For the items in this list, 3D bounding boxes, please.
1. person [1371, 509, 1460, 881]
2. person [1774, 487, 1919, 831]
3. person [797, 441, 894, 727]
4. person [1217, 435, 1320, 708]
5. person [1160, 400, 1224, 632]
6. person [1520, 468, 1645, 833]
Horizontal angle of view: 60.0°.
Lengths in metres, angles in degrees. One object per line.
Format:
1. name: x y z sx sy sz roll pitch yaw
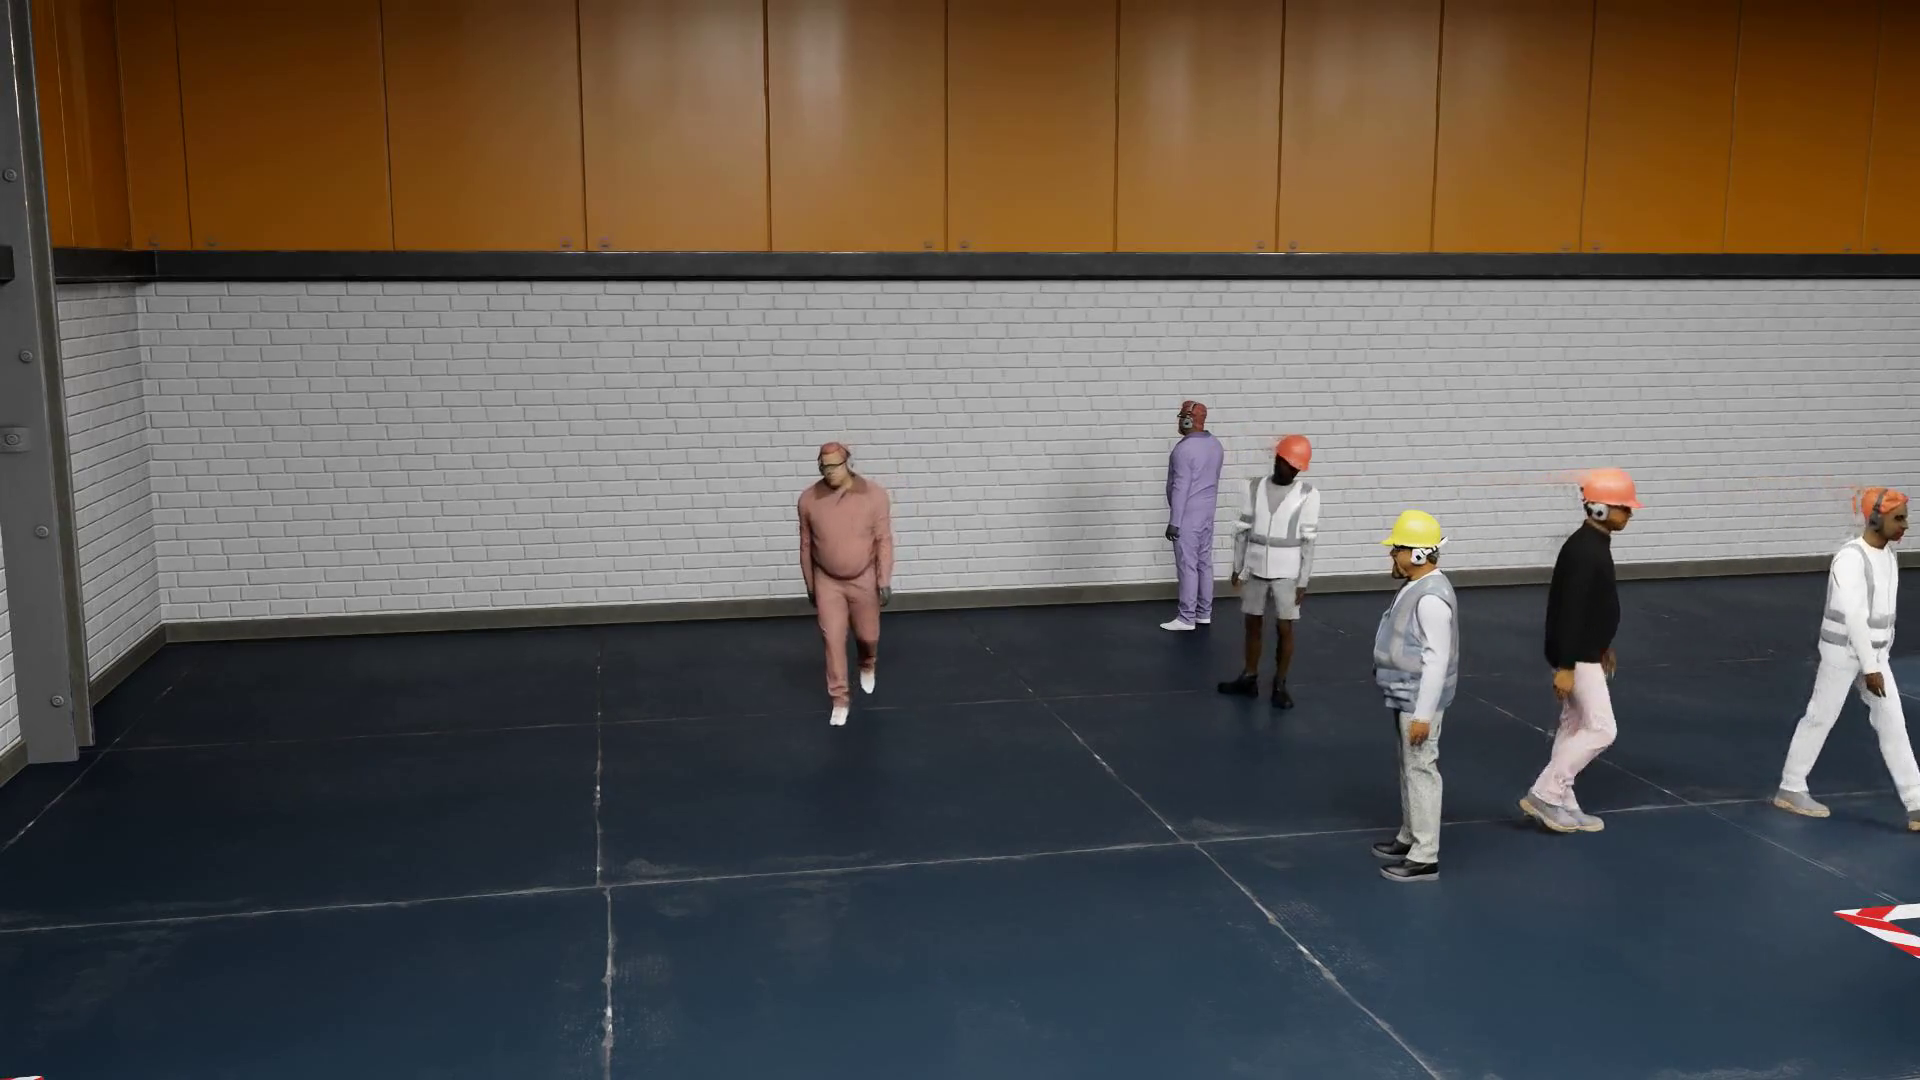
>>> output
1. person: 2.235 0.757 8.196 0.404 1.830 0.599 1 9 7
2. person: 4.884 0.647 8.864 0.585 1.834 0.985 -6 11 -34
3. person: -0.762 0.250 11.169 0.645 1.874 0.804 0 9 -1
4. person: 2.078 0.210 11.386 0.740 1.897 0.349 6 11 33
5. person: 1.906 -0.200 13.789 0.408 1.913 0.643 7 12 37
6. person: 3.303 0.598 8.730 0.448 1.971 0.655 4 10 22
